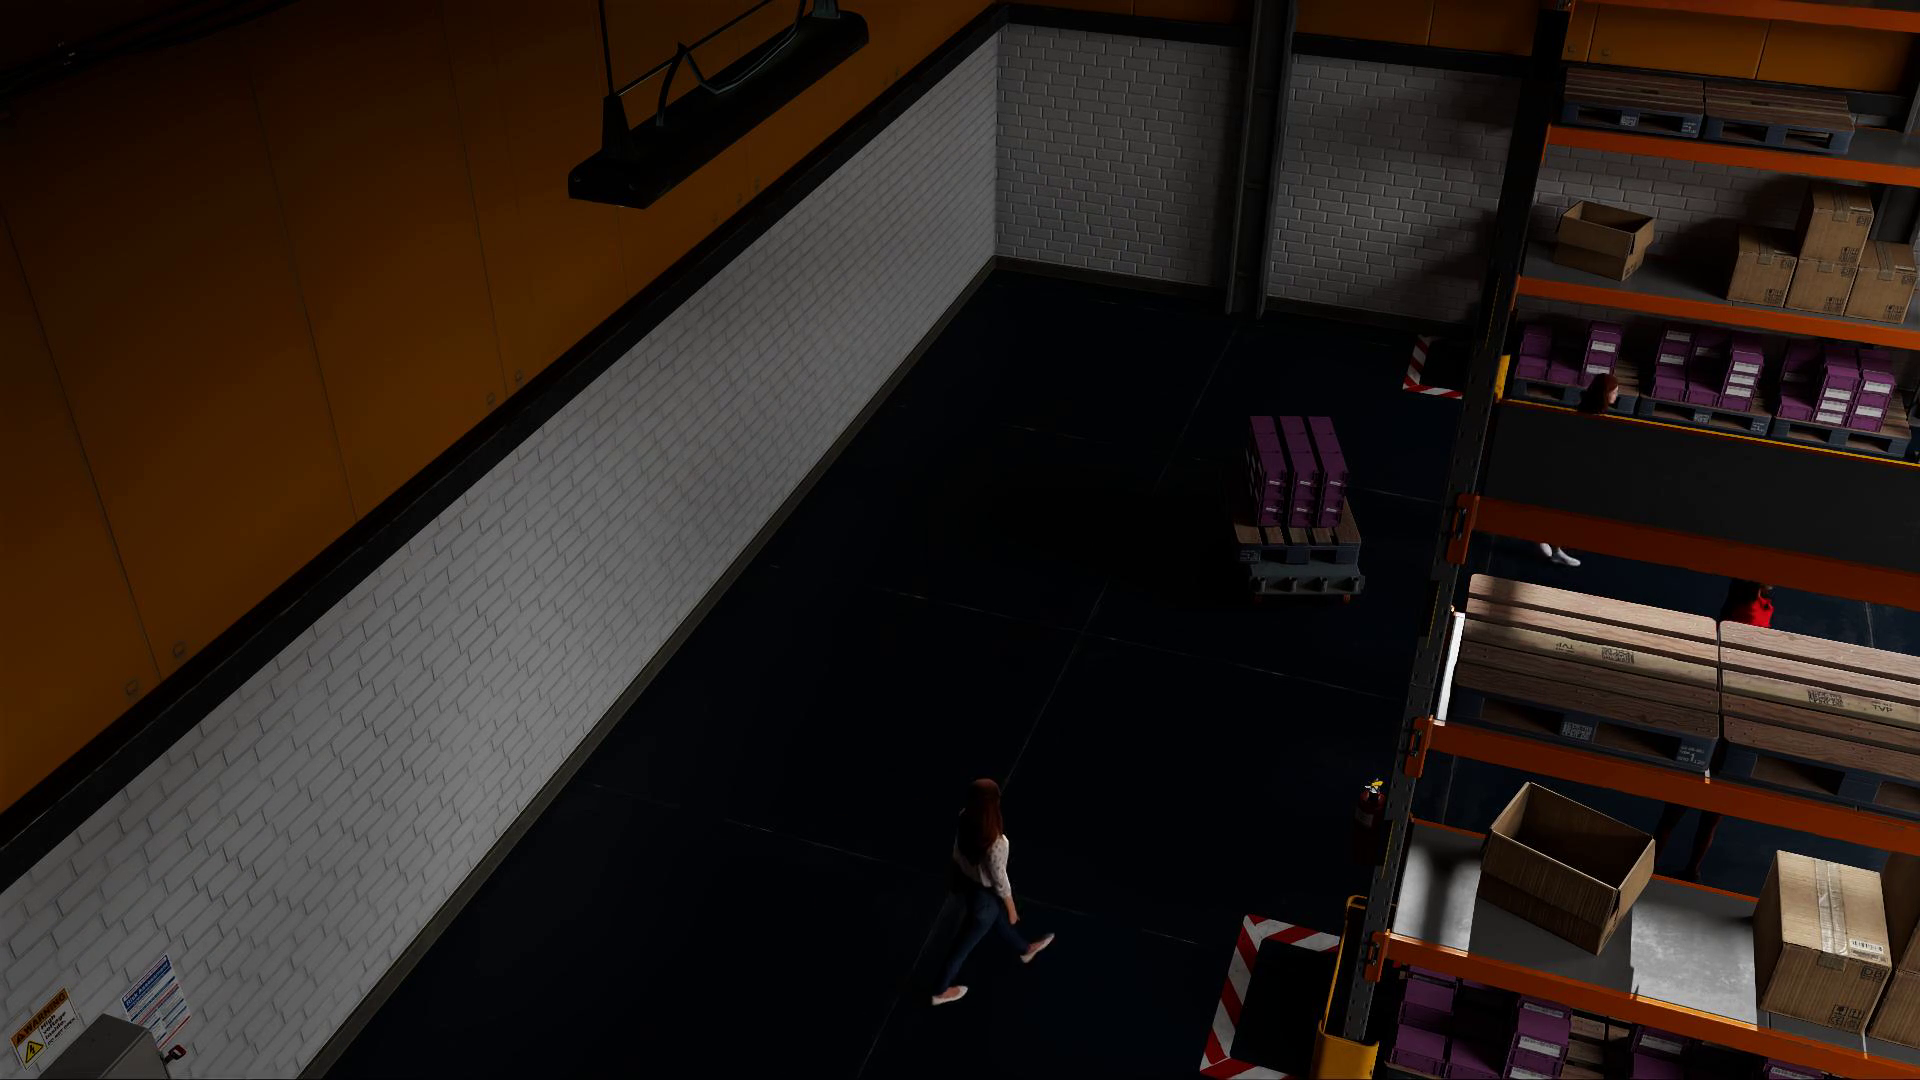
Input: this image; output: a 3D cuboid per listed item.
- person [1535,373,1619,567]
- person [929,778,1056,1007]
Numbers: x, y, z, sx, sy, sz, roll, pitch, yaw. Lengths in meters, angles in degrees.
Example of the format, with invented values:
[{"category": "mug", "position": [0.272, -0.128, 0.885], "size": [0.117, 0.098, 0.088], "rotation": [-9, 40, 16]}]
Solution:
[{"category": "person", "position": [5.083, -0.594, 13.871], "size": [0.734, 1.774, 0.644], "rotation": [19, 38, 27]}, {"category": "person", "position": [0.049, 2.127, 9.857], "size": [1.154, 1.684, 1.092], "rotation": [-14, 36, -20]}]
